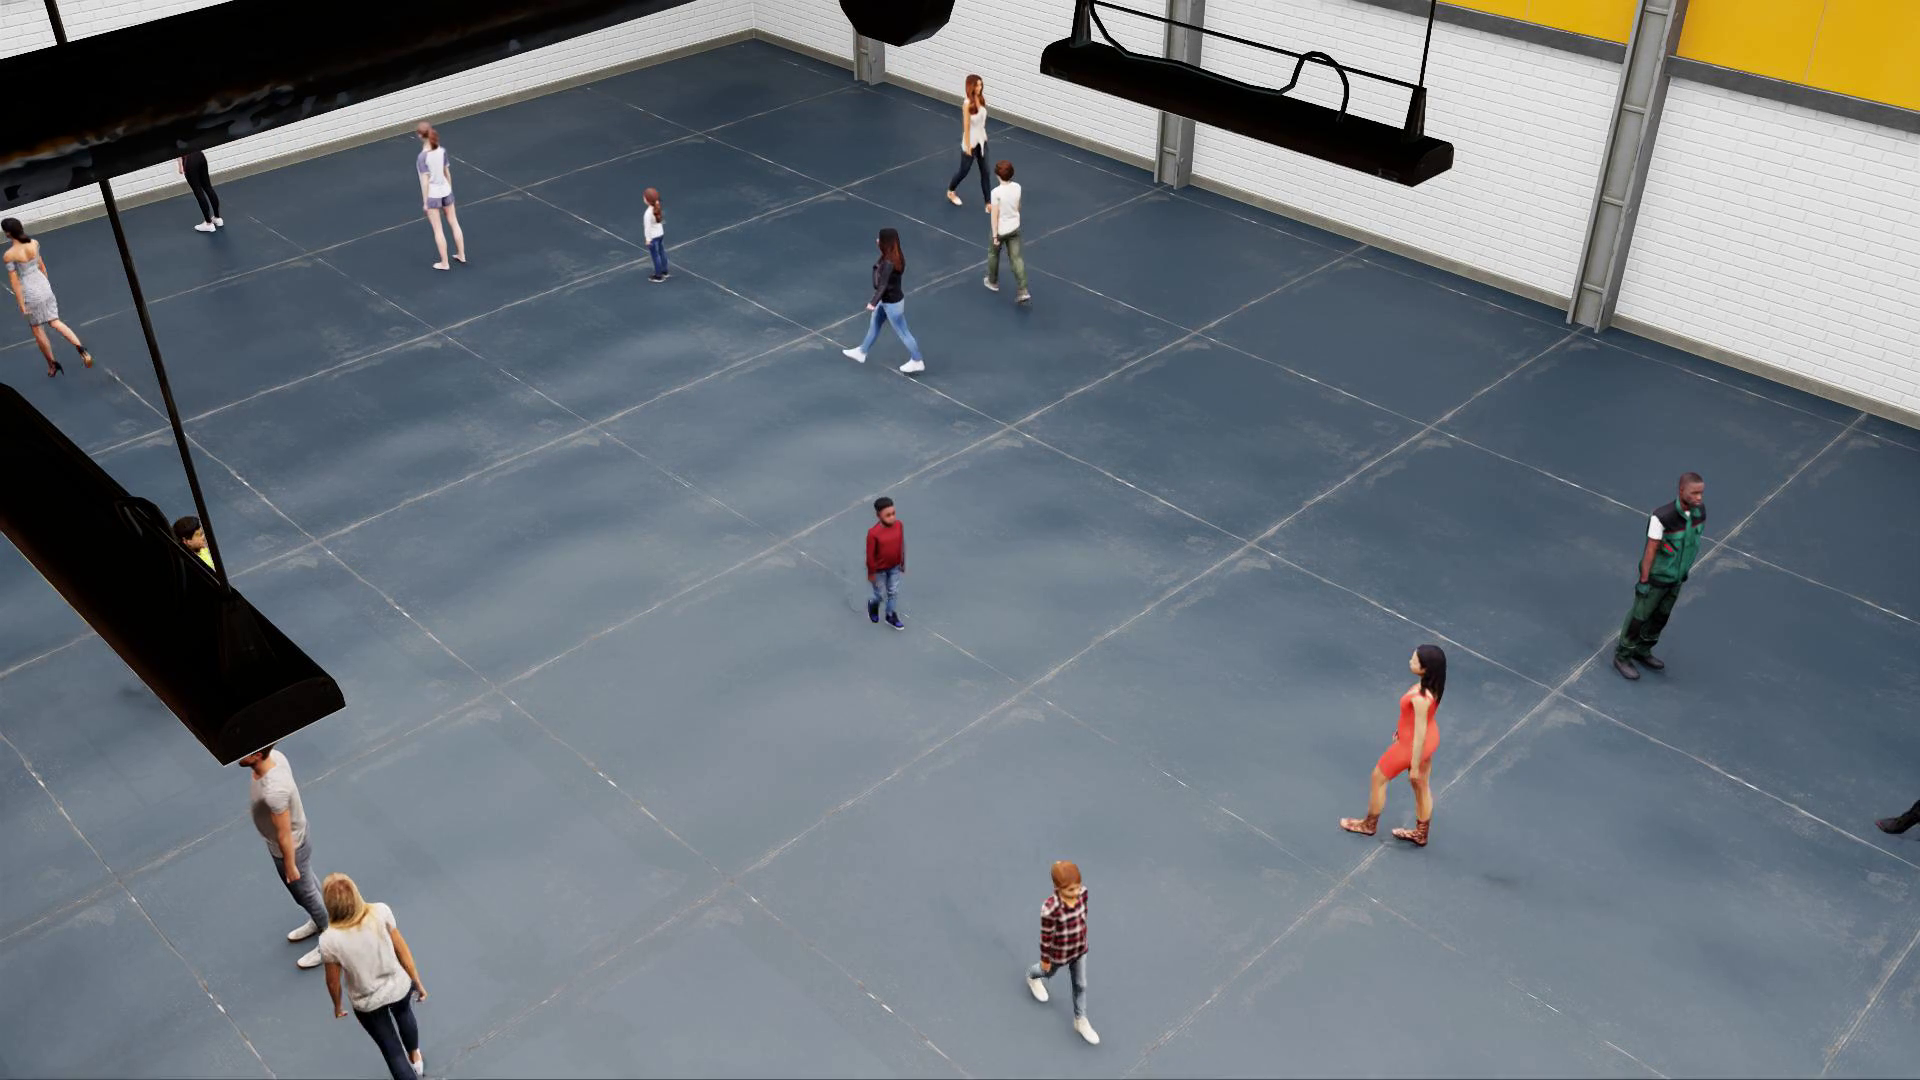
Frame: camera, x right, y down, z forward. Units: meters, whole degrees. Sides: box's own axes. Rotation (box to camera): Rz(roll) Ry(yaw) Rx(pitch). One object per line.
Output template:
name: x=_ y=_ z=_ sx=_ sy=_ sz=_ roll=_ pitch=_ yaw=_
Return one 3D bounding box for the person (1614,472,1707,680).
person: x=5.504 y=0.254 z=13.025 sx=0.750 sy=1.837 sz=0.692 roll=-17 pitch=37 yaw=-23

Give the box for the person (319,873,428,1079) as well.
person: x=-3.234 y=2.655 z=9.460 sx=0.628 sy=1.783 sz=0.797 roll=-25 pitch=41 yaw=-32

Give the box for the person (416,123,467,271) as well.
person: x=-6.140 y=-4.055 z=19.572 sx=0.585 sy=1.765 sz=0.607 roll=23 pitch=40 yaw=30

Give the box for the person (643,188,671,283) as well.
person: x=-3.559 y=-3.581 z=19.450 sx=0.551 sy=1.111 sz=0.509 roll=10 pitch=35 yaw=15

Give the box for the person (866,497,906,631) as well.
person: x=-0.653 y=0.168 z=13.688 sx=0.553 sy=1.245 sz=0.618 roll=-21 pitch=39 yaw=-28

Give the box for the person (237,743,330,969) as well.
person: x=-4.241 y=1.891 z=10.509 sx=0.764 sy=1.894 sz=0.606 roll=-15 pitch=37 yaw=-22

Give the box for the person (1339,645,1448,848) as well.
person: x=3.192 y=1.443 z=11.362 sx=0.888 sy=1.697 sz=0.700 roll=20 pitch=38 yaw=27

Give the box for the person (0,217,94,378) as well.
person: x=-9.435 y=-2.465 z=17.145 sx=0.997 sy=1.804 sz=0.803 roll=14 pitch=36 yaw=20

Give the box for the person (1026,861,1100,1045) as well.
person: x=0.598 y=2.447 z=10.226 sx=0.657 sy=1.283 sz=0.949 roll=-20 pitch=38 yaw=-27

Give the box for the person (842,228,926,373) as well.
person: x=-0.634 y=-2.457 z=17.325 sx=1.183 sy=1.591 sz=1.096 roll=1 pitch=34 yaw=2

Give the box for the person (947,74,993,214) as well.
person: x=0.103 y=-4.999 z=21.010 sx=1.114 sy=1.745 sz=0.652 roll=26 pitch=41 yaw=33

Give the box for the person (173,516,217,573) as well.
person: x=-5.804 y=0.589 z=12.670 sx=1.180 sy=1.671 sz=1.060 roll=3 pitch=34 yaw=5

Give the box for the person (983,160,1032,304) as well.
person: x=0.572 y=-3.456 z=18.801 sx=0.828 sy=1.621 sz=1.183 roll=-14 pitch=36 yaw=-20
